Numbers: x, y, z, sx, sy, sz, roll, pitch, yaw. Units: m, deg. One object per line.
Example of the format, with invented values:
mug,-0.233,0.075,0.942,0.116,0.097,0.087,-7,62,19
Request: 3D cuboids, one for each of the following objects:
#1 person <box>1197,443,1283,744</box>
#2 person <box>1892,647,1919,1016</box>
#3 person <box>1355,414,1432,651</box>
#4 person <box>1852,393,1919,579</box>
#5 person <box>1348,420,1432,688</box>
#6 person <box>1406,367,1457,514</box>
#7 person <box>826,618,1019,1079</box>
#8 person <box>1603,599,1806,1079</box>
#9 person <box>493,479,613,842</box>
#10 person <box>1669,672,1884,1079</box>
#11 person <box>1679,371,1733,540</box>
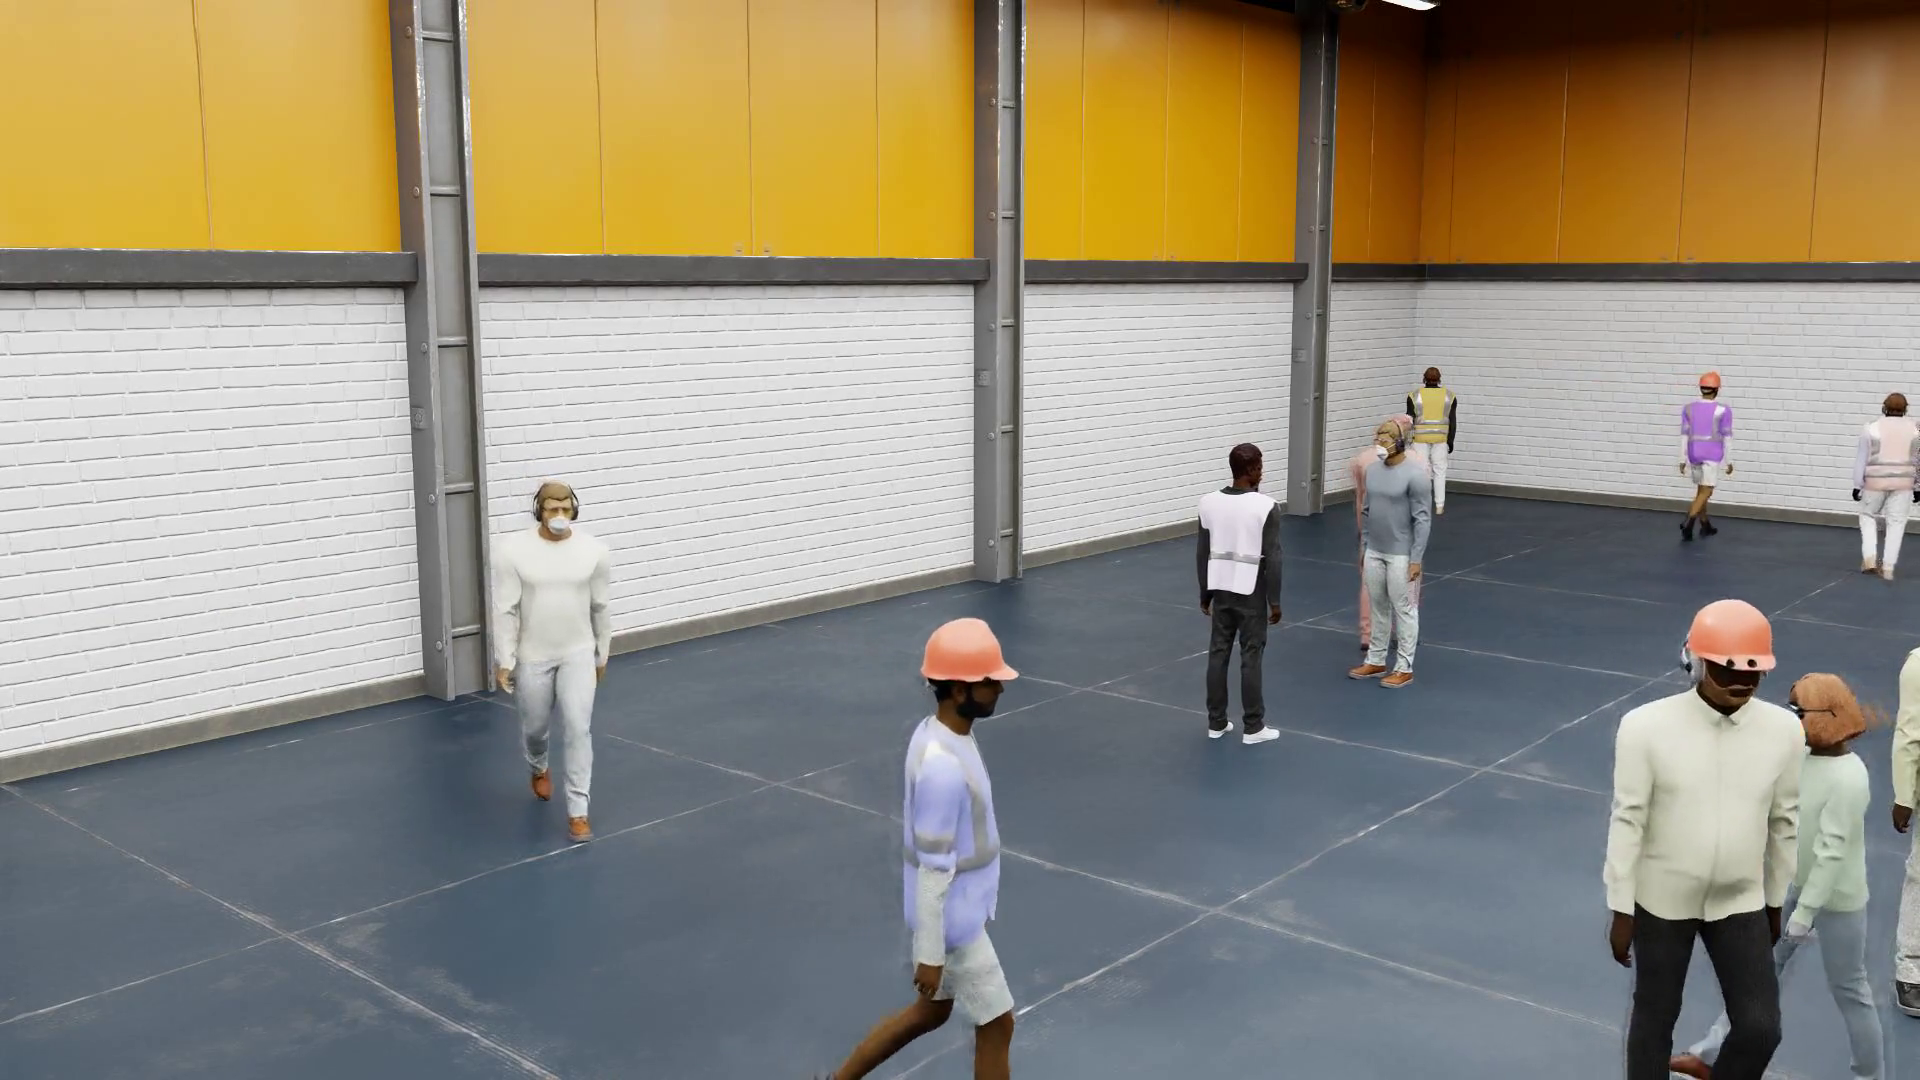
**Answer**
person,1.778,0.341,10.614,0.587,1.915,0.389,7,12,39
person,4.043,1.015,6.638,0.599,1.830,0.404,1,9,8
person,3.466,-0.062,13.262,0.679,1.880,0.708,6,11,35
person,9.140,-0.535,16.385,0.659,1.825,0.518,3,9,17
person,3.127,0.099,12.055,0.372,1.939,0.629,-5,10,-28
person,5.855,-1.238,20.753,0.635,1.842,0.429,1,9,4
person,-0.096,1.182,5.364,0.893,1.913,0.549,0,9,-2
person,2.362,1.155,5.318,0.641,1.977,0.476,1,9,3
person,-2.189,0.603,9.003,0.631,1.909,0.890,-3,9,-16
person,2.911,1.259,5.849,0.818,1.597,0.503,0,9,3
person,8.395,-0.955,18.789,0.938,1.907,0.548,-8,12,-40
